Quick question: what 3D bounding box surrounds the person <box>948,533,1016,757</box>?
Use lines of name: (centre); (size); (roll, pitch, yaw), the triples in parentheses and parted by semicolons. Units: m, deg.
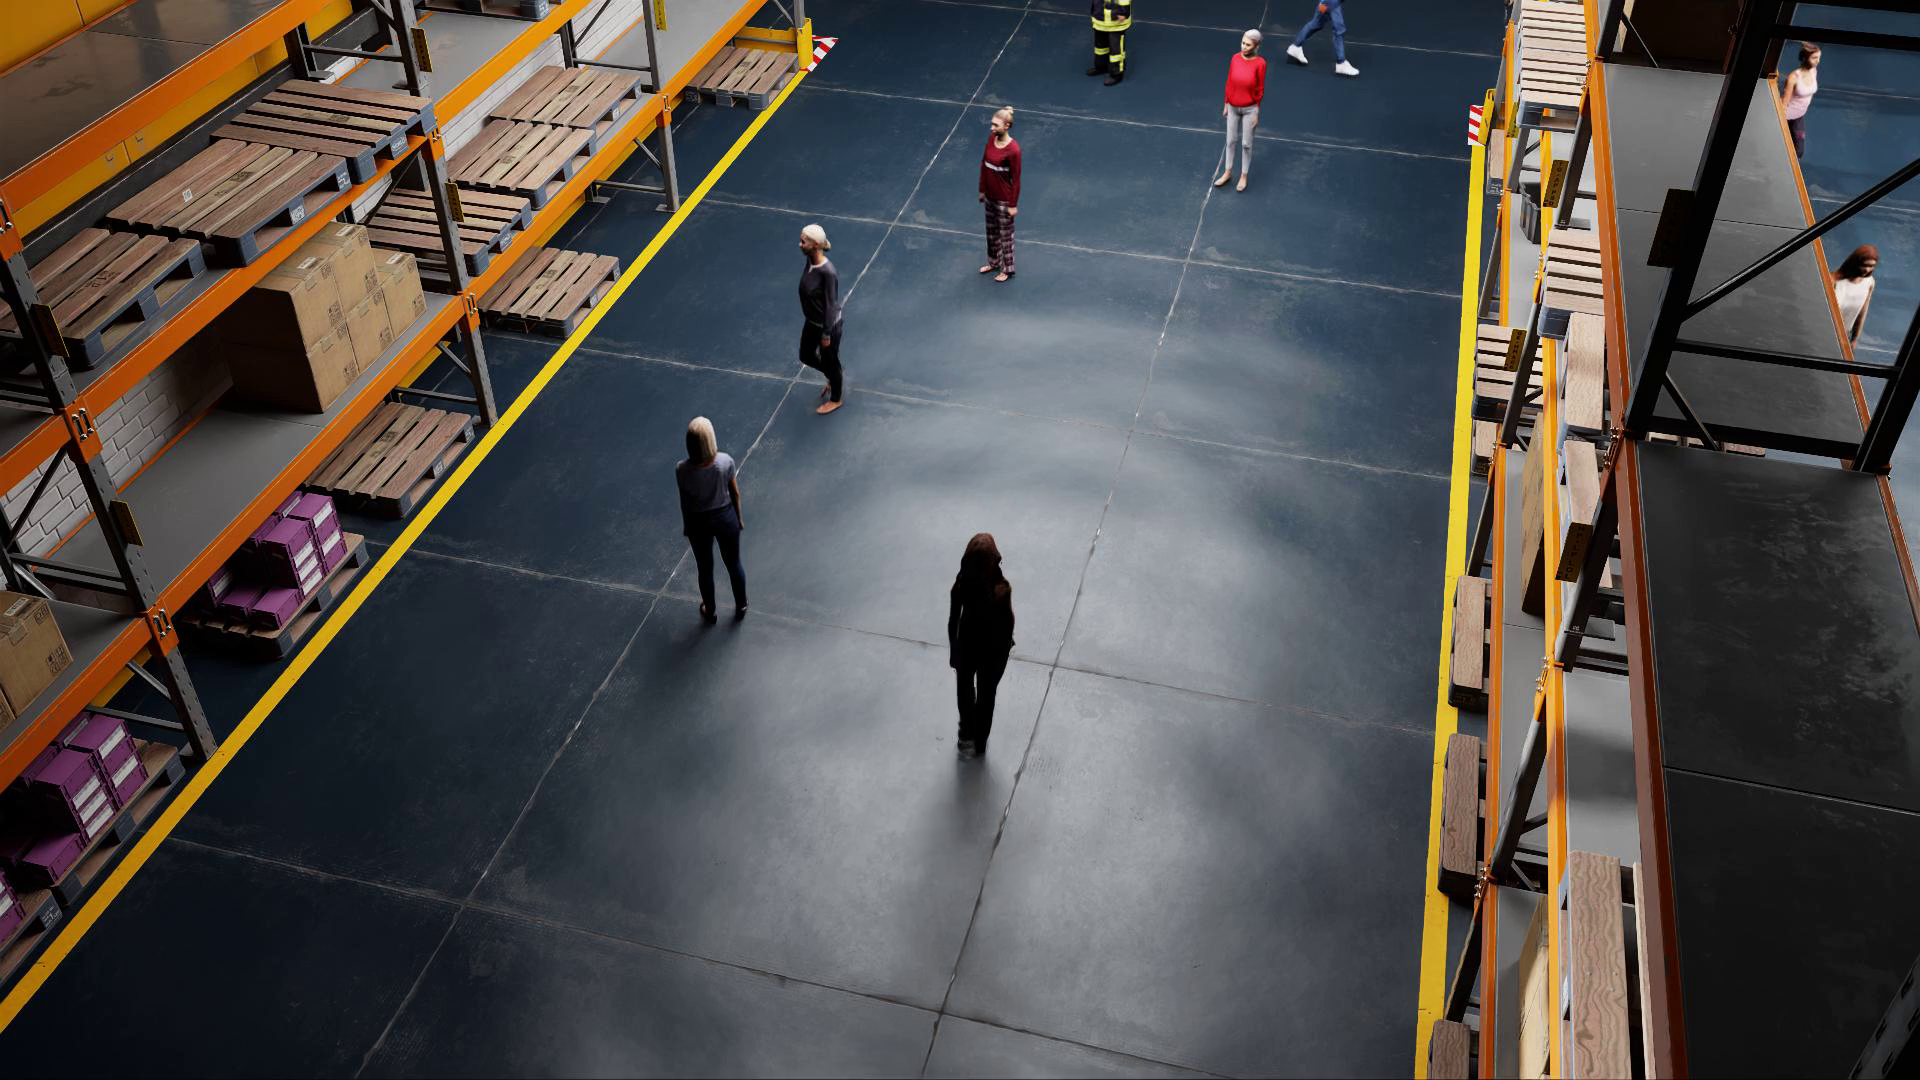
person: (0.137, 0.736, 10.551); (0.650, 1.732, 0.690); (1, 39, 1)

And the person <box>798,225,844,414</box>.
person: (-1.065, -1.853, 13.809); (0.797, 1.713, 0.748); (-25, 45, -27)

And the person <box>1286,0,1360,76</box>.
person: (4.248, -6.344, 19.387); (0.864, 1.769, 1.134); (16, 41, 19)

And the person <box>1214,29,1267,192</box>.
person: (2.900, -4.408, 17.023); (0.601, 1.694, 0.593); (19, 42, 22)

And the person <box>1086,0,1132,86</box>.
person: (1.749, -6.201, 19.134); (0.938, 1.862, 0.880); (-20, 43, -23)

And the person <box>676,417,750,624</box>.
person: (-1.731, -0.134, 11.648); (0.657, 1.722, 0.665); (-9, 40, -11)

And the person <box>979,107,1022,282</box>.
person: (0.380, -3.235, 15.552); (0.694, 1.696, 0.682); (-27, 46, -30)

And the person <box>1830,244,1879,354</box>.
person: (7.068, -1.688, 13.607); (0.730, 1.707, 0.711); (0, 39, 0)
